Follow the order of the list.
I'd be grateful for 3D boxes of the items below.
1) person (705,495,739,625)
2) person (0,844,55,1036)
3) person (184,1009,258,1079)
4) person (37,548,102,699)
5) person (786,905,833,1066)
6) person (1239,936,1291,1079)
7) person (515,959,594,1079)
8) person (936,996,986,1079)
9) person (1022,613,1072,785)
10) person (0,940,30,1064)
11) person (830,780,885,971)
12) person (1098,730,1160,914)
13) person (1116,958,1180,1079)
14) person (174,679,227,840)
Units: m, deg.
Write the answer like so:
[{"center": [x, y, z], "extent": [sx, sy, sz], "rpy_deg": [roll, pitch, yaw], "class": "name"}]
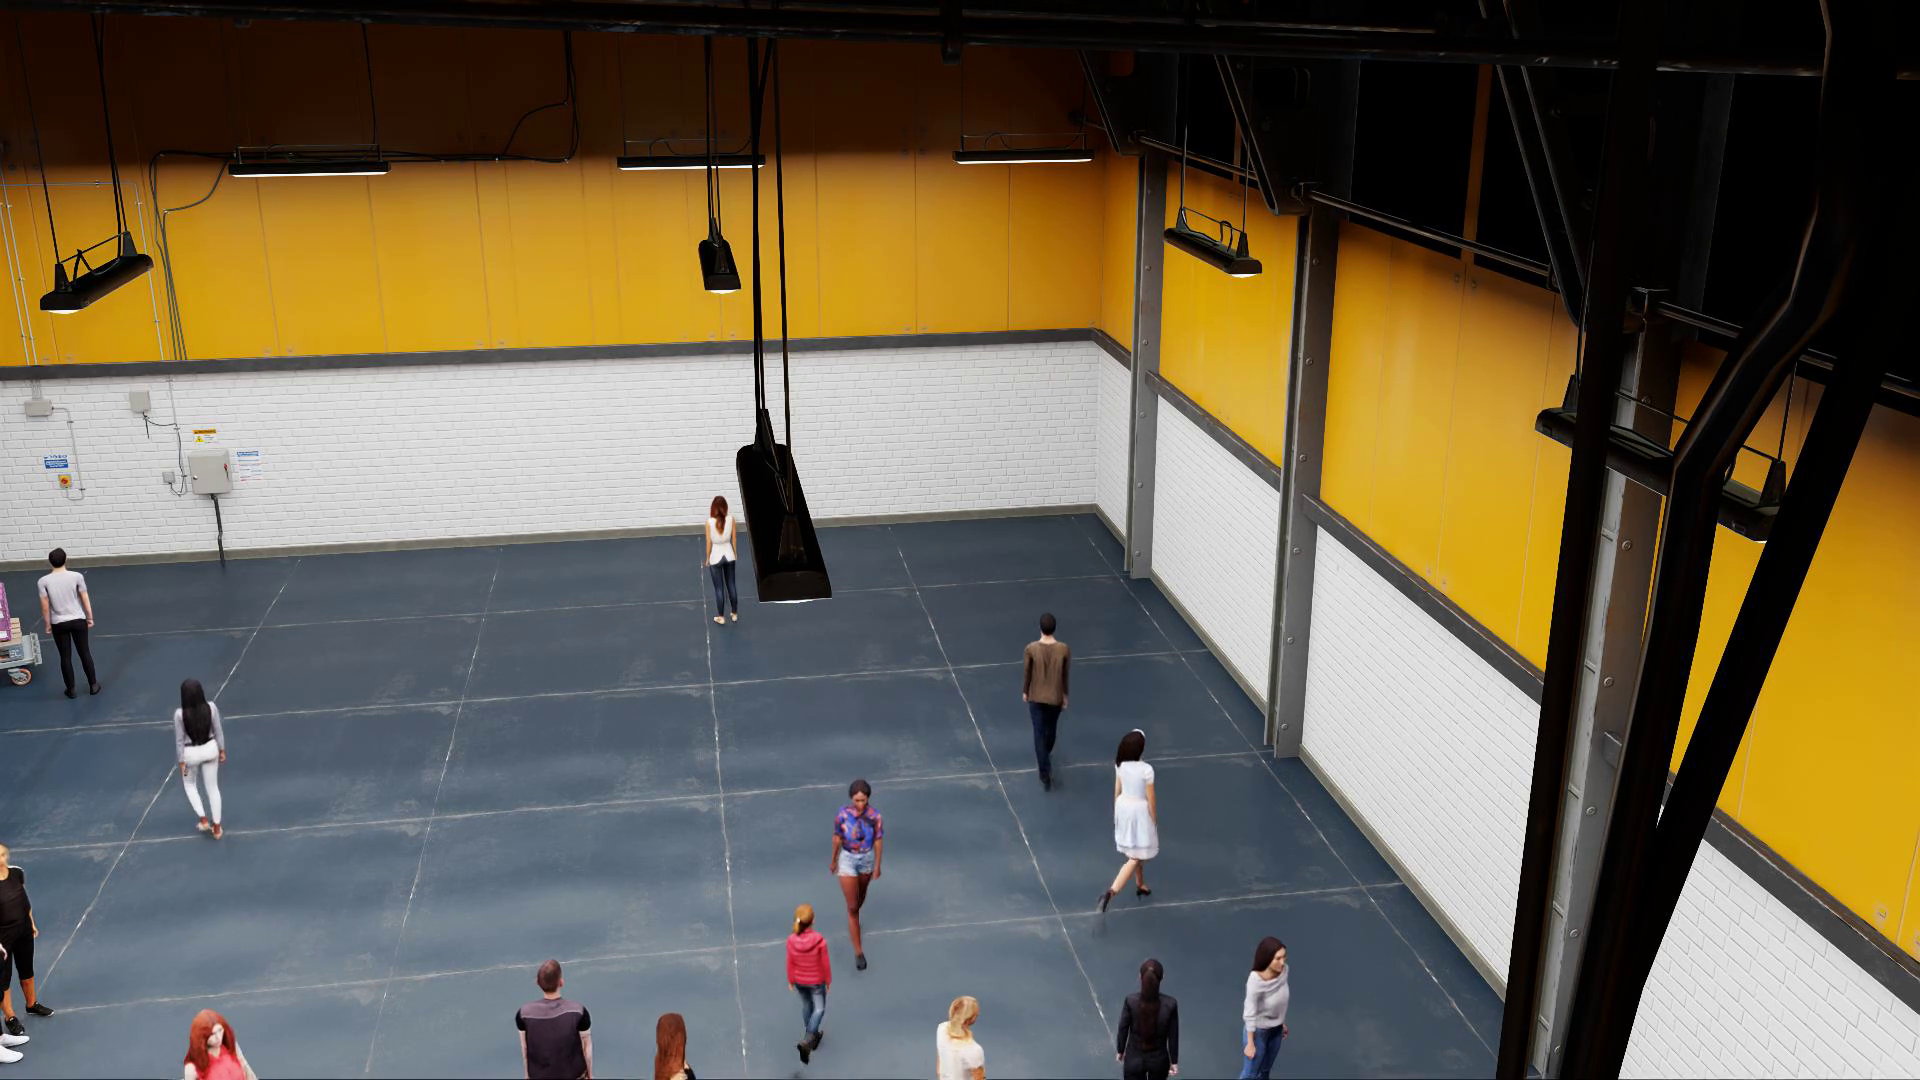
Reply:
[{"center": [-3.190, 0.262, 22.347], "extent": [0.637, 1.785, 0.611], "rpy_deg": [-9, 21, -25], "class": "person"}, {"center": [-7.843, 3.235, 13.701], "extent": [0.731, 1.668, 0.638], "rpy_deg": [8, 20, 22], "class": "person"}, {"center": [-5.078, 3.971, 11.332], "extent": [1.061, 1.785, 1.124], "rpy_deg": [7, 20, 21], "class": "person"}, {"center": [-10.747, 0.996, 20.044], "extent": [0.737, 1.863, 0.669], "rpy_deg": [-10, 21, -28], "class": "person"}, {"center": [-1.224, 3.567, 13.293], "extent": [0.715, 1.298, 0.866], "rpy_deg": [6, 20, 19], "class": "person"}, {"center": [2.262, 3.676, 12.447], "extent": [0.681, 1.632, 0.689], "rpy_deg": [-16, 24, -39], "class": "person"}, {"center": [-2.854, 3.798, 11.758], "extent": [0.696, 1.841, 0.621], "rpy_deg": [-1, 19, -3], "class": "person"}, {"center": [-0.072, 3.935, 11.431], "extent": [0.811, 1.790, 0.775], "rpy_deg": [-14, 23, -36], "class": "person"}, {"center": [0.922, 1.732, 17.889], "extent": [0.724, 1.844, 1.169], "rpy_deg": [-1, 19, -4], "class": "person"}, {"center": [-7.763, 3.340, 13.271], "extent": [0.665, 1.744, 0.471], "rpy_deg": [-5, 19, -15], "class": "person"}, {"center": [-0.925, 2.864, 14.771], "extent": [0.660, 1.687, 1.163], "rpy_deg": [-3, 19, -9], "class": "person"}, {"center": [1.573, 2.635, 15.288], "extent": [1.145, 1.792, 1.153], "rpy_deg": [15, 24, 37], "class": "person"}, {"center": [1.336, 3.811, 11.971], "extent": [0.779, 1.680, 1.037], "rpy_deg": [2, 19, 6], "class": "person"}, {"center": [-7.585, 2.217, 16.656], "extent": [0.728, 1.712, 0.756], "rpy_deg": [-13, 23, -34], "class": "person"}]
